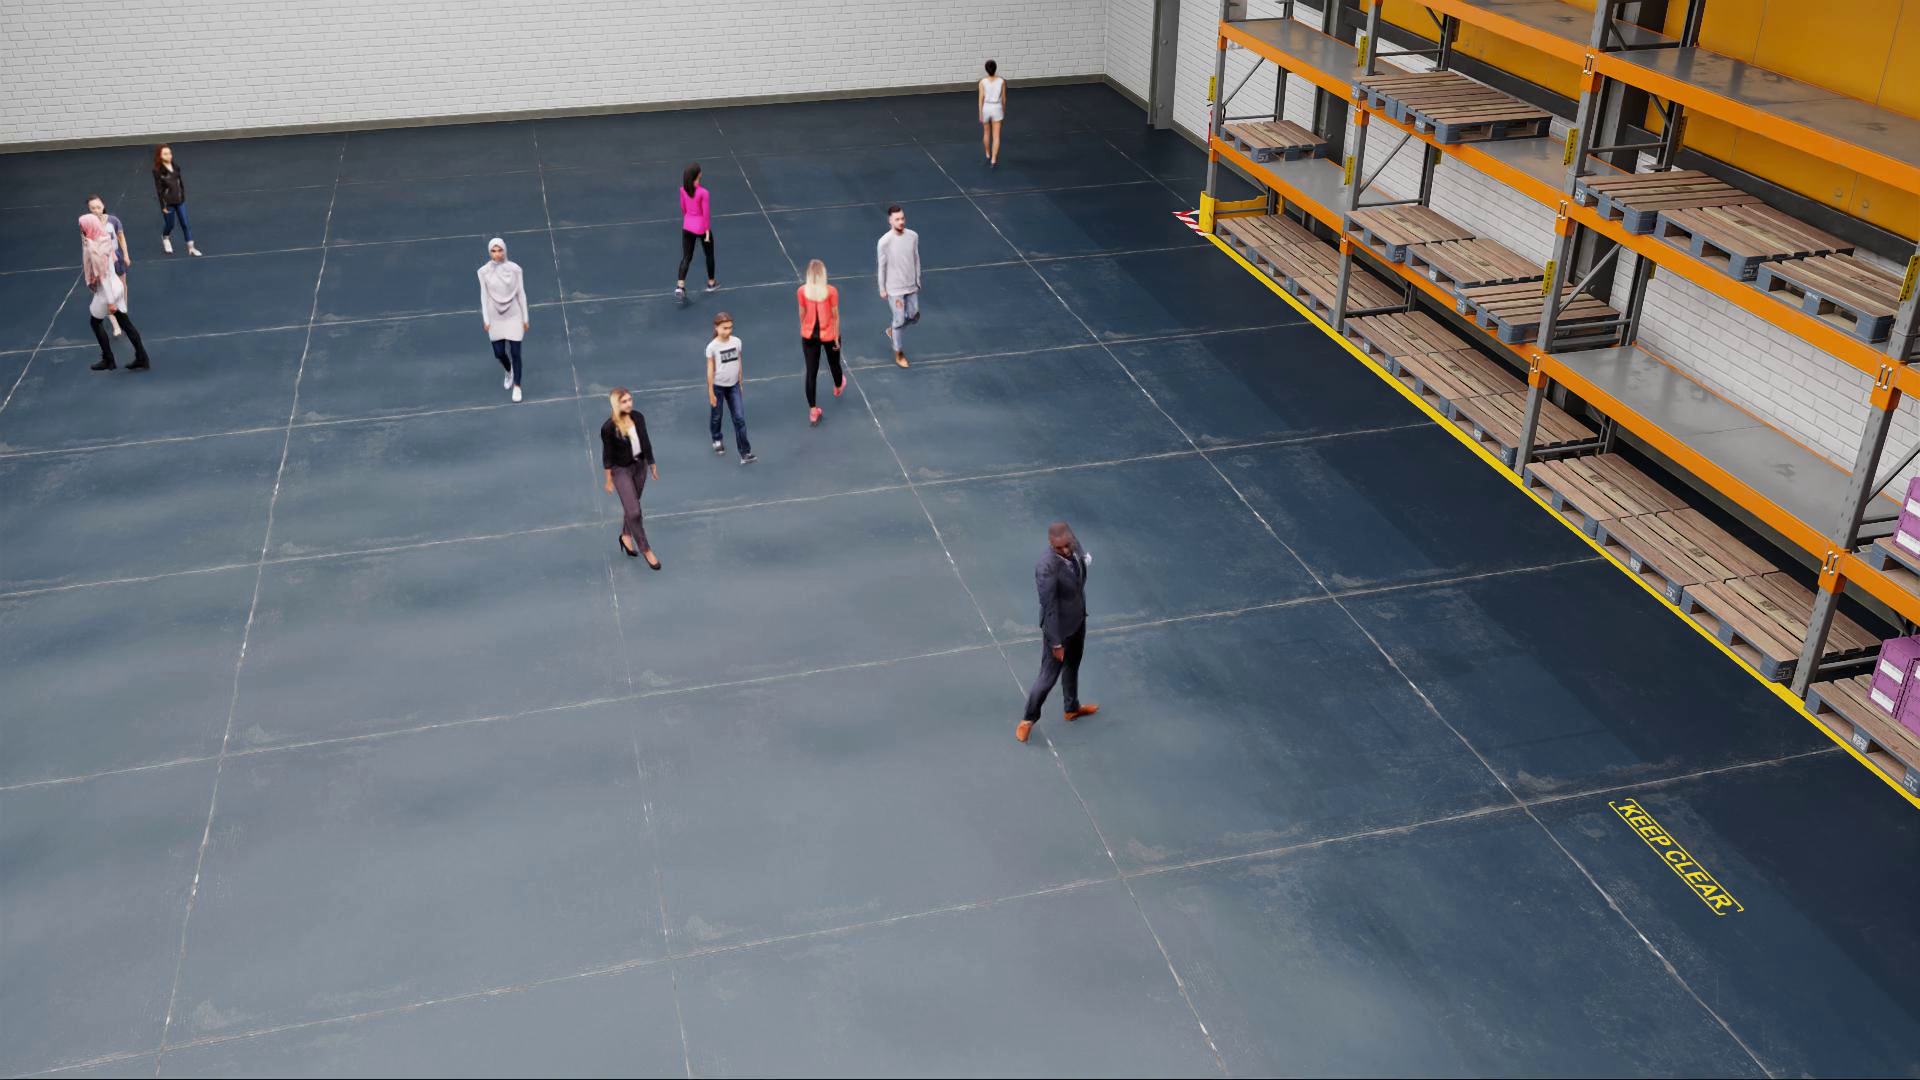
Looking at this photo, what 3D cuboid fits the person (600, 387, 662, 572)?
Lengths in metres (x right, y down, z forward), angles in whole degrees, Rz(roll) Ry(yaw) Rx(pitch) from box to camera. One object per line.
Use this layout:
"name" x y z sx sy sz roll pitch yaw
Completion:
"person" -2.947 -0.578 14.519 0.989 1.651 0.891 21 35 33

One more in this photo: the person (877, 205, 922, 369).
"person" -0.701 -2.854 18.512 0.822 1.823 0.900 -17 33 -28

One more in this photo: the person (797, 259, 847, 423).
"person" -1.475 -2.027 17.189 0.900 1.637 1.217 4 29 8

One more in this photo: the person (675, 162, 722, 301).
"person" -3.277 -3.741 20.300 0.979 1.667 1.146 10 30 17

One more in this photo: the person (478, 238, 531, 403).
"person" -4.825 -2.370 17.680 0.643 1.770 0.706 -5 29 -8

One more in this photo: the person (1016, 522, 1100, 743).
"person" 0.782 0.600 12.209 1.020 1.796 0.947 7 29 13

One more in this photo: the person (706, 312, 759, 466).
"person" -2.355 -1.527 16.400 0.754 1.515 1.111 -15 32 -25

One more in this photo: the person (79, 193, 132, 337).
"person" -9.962 -3.249 19.439 0.730 1.628 0.930 -15 32 -25

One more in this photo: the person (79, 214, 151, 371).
"person" -9.231 -2.692 18.256 0.773 1.783 0.814 -4 29 -6

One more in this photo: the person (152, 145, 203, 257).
"person" -10.369 -4.444 21.804 1.011 1.460 0.903 19 34 31

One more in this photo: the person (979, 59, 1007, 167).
"person" 0.496 -6.512 25.479 0.812 1.572 1.113 2 29 4
